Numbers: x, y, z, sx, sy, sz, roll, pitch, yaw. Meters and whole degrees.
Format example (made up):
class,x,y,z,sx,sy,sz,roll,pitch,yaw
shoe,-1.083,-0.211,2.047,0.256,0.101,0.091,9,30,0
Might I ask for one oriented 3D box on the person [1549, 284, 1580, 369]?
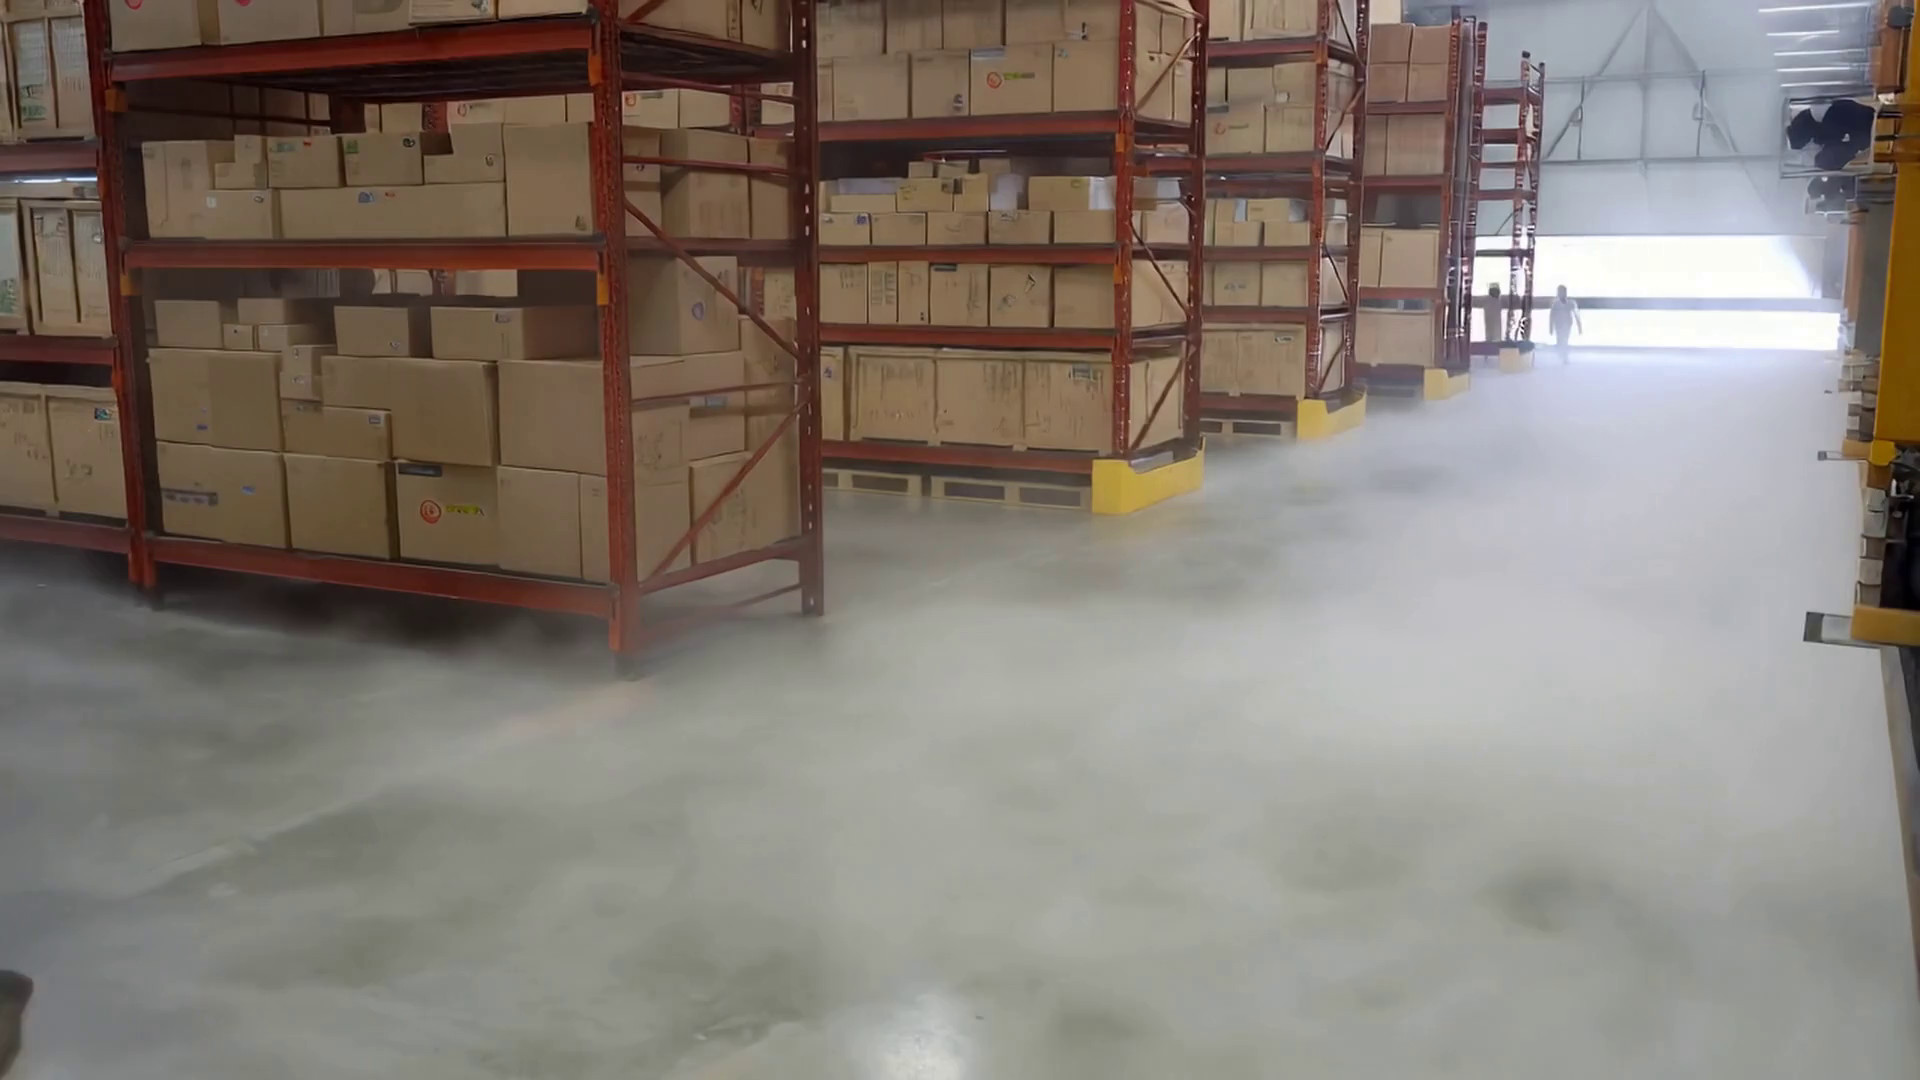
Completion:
class,x,y,z,sx,sy,sz,roll,pitch,yaw
person,12.263,-4.338,33.770,0.592,1.711,0.865,2,10,14

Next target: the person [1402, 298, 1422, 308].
class,x,y,z,sx,sy,sz,roll,pitch,yaw
person,9.853,-4.786,35.891,0.960,1.855,0.673,5,11,29

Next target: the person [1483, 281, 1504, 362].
class,x,y,z,sx,sy,sz,roll,pitch,yaw
person,11.459,-4.695,35.743,0.519,1.725,0.416,-5,11,-28

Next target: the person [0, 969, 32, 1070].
class,x,y,z,sx,sy,sz,roll,pitch,yaw
person,-2.966,0.658,4.308,0.562,1.897,0.940,4,10,20
